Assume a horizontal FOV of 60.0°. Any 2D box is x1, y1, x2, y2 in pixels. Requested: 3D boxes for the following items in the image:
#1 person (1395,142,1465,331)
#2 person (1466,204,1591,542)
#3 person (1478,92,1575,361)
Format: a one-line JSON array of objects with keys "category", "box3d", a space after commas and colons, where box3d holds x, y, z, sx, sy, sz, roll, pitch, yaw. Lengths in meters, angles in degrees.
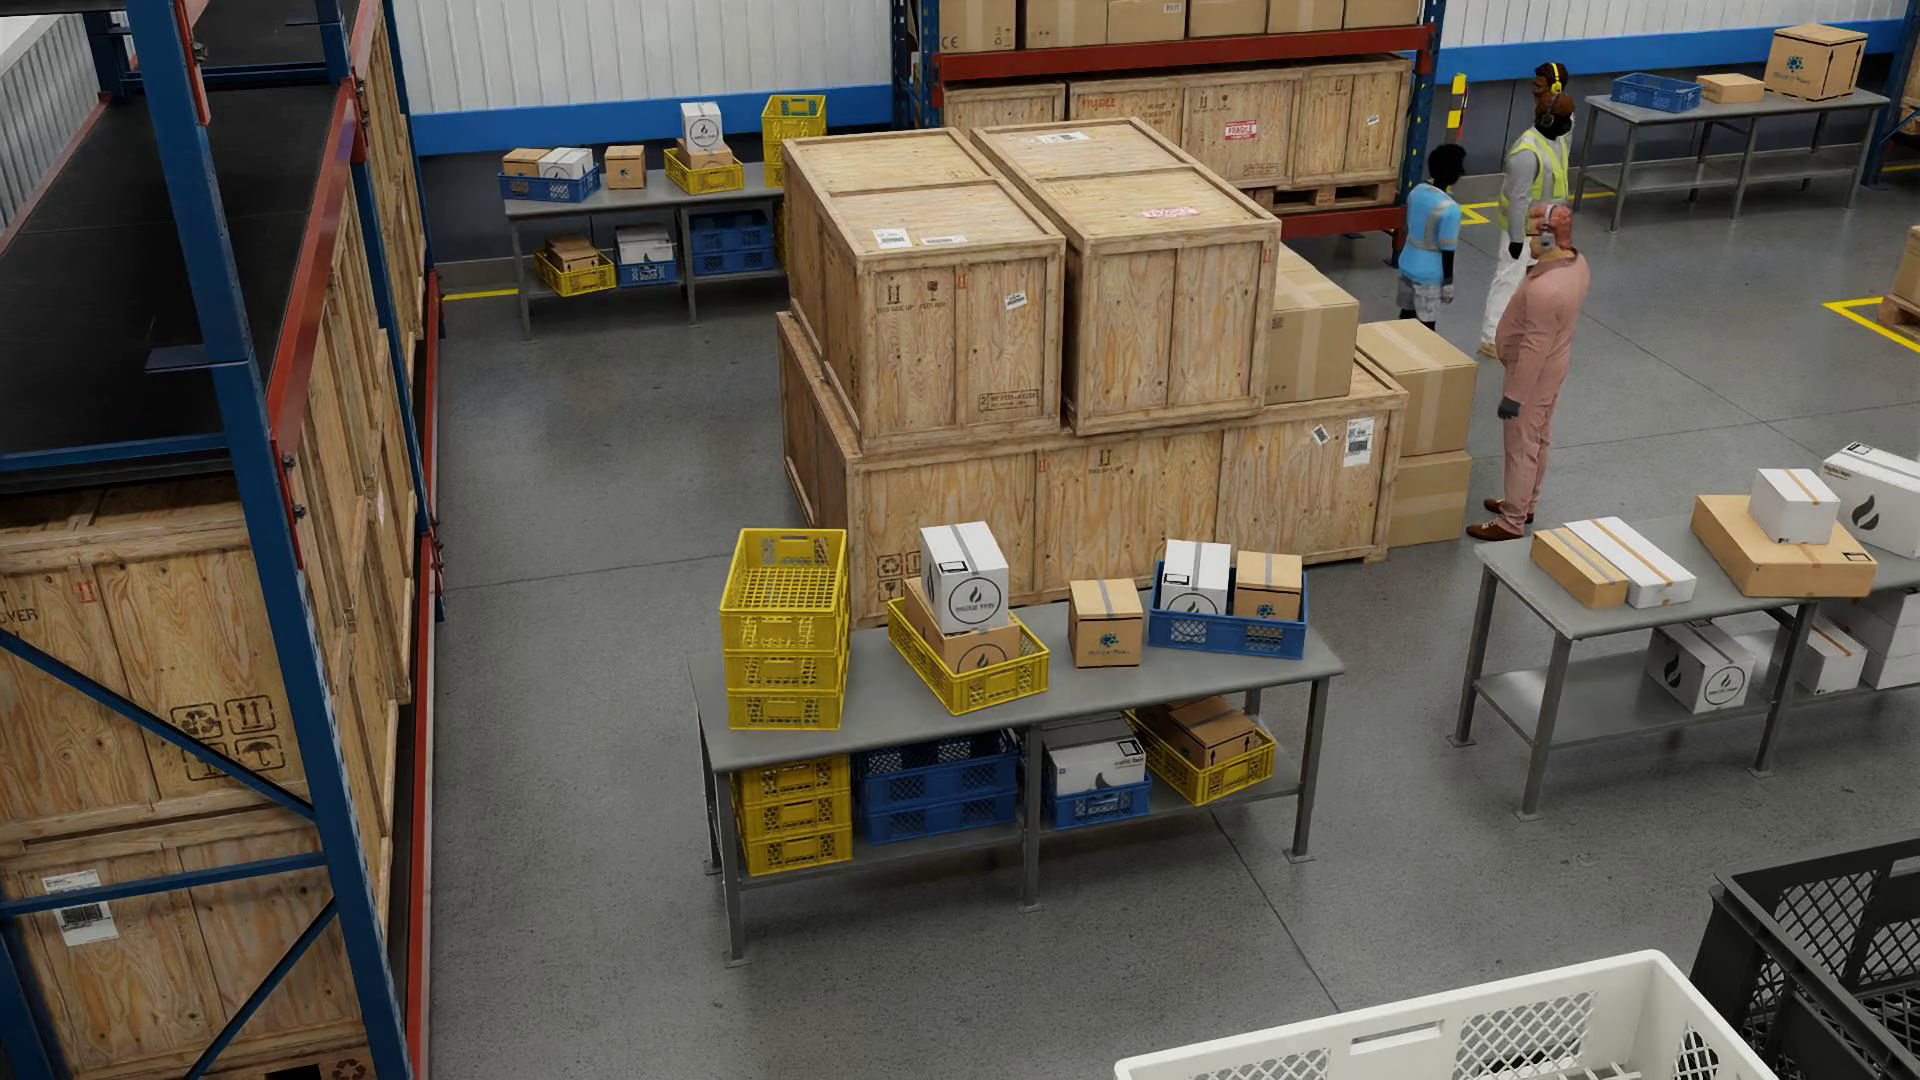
[{"category": "person", "box3d": [3.015, -1.736, 10.773, 0.317, 1.692, 0.566, -7, 30, -12]}, {"category": "person", "box3d": [3.085, -0.895, 9.037, 0.406, 1.903, 0.638, 17, 33, 28]}, {"category": "person", "box3d": [3.895, -2.143, 11.377, 0.431, 1.836, 0.635, 19, 34, 31]}]
